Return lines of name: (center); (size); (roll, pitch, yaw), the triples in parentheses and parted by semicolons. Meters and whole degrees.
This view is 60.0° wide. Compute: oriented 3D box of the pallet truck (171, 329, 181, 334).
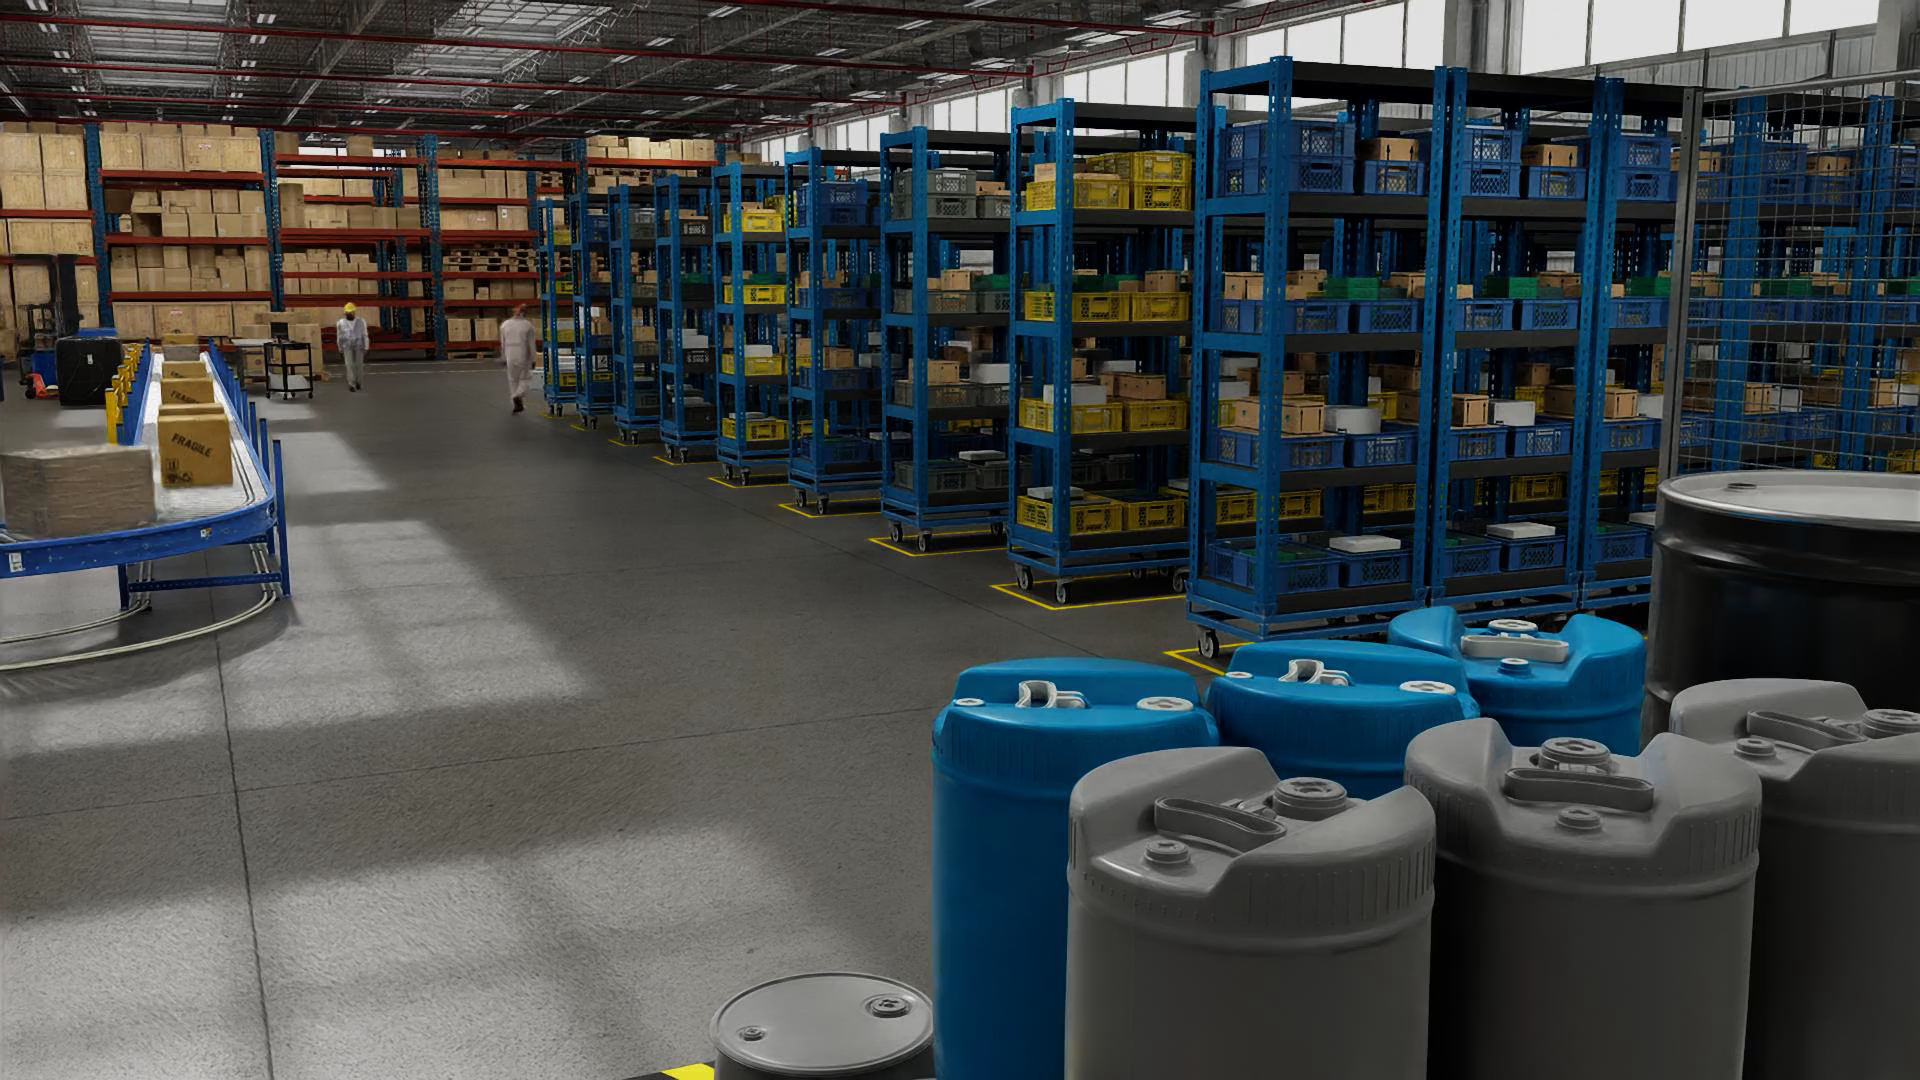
pallet truck: (-17.275, -3.851, 35.096); (1.601, 1.201, 0.680); (0, 9, 1)

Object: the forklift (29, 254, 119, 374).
forklift: (-20.686, -5.261, 38.730); (1.873, 2.768, 1.129); (-4, 10, -25)

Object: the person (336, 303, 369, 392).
person: (-12.268, -3.896, 33.598); (0.591, 1.803, 0.826); (-5, 10, -26)

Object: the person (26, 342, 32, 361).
person: (-24.968, -5.659, 44.682); (0.649, 1.741, 0.560); (-2, 9, -15)

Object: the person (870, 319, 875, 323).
person: (-2.642, -6.016, 46.972); (0.497, 1.726, 0.417); (0, 9, 2)

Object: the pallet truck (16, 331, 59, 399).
pallet truck: (-17.082, -3.353, 31.781); (1.630, 1.274, 0.653); (-4, 10, -25)

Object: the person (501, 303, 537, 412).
person: (-7.552, -3.104, 28.433); (0.672, 1.877, 0.531); (1, 9, 8)

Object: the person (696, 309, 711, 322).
person: (-5.314, -4.188, 35.380); (0.571, 1.813, 0.810); (-9, 13, -43)
